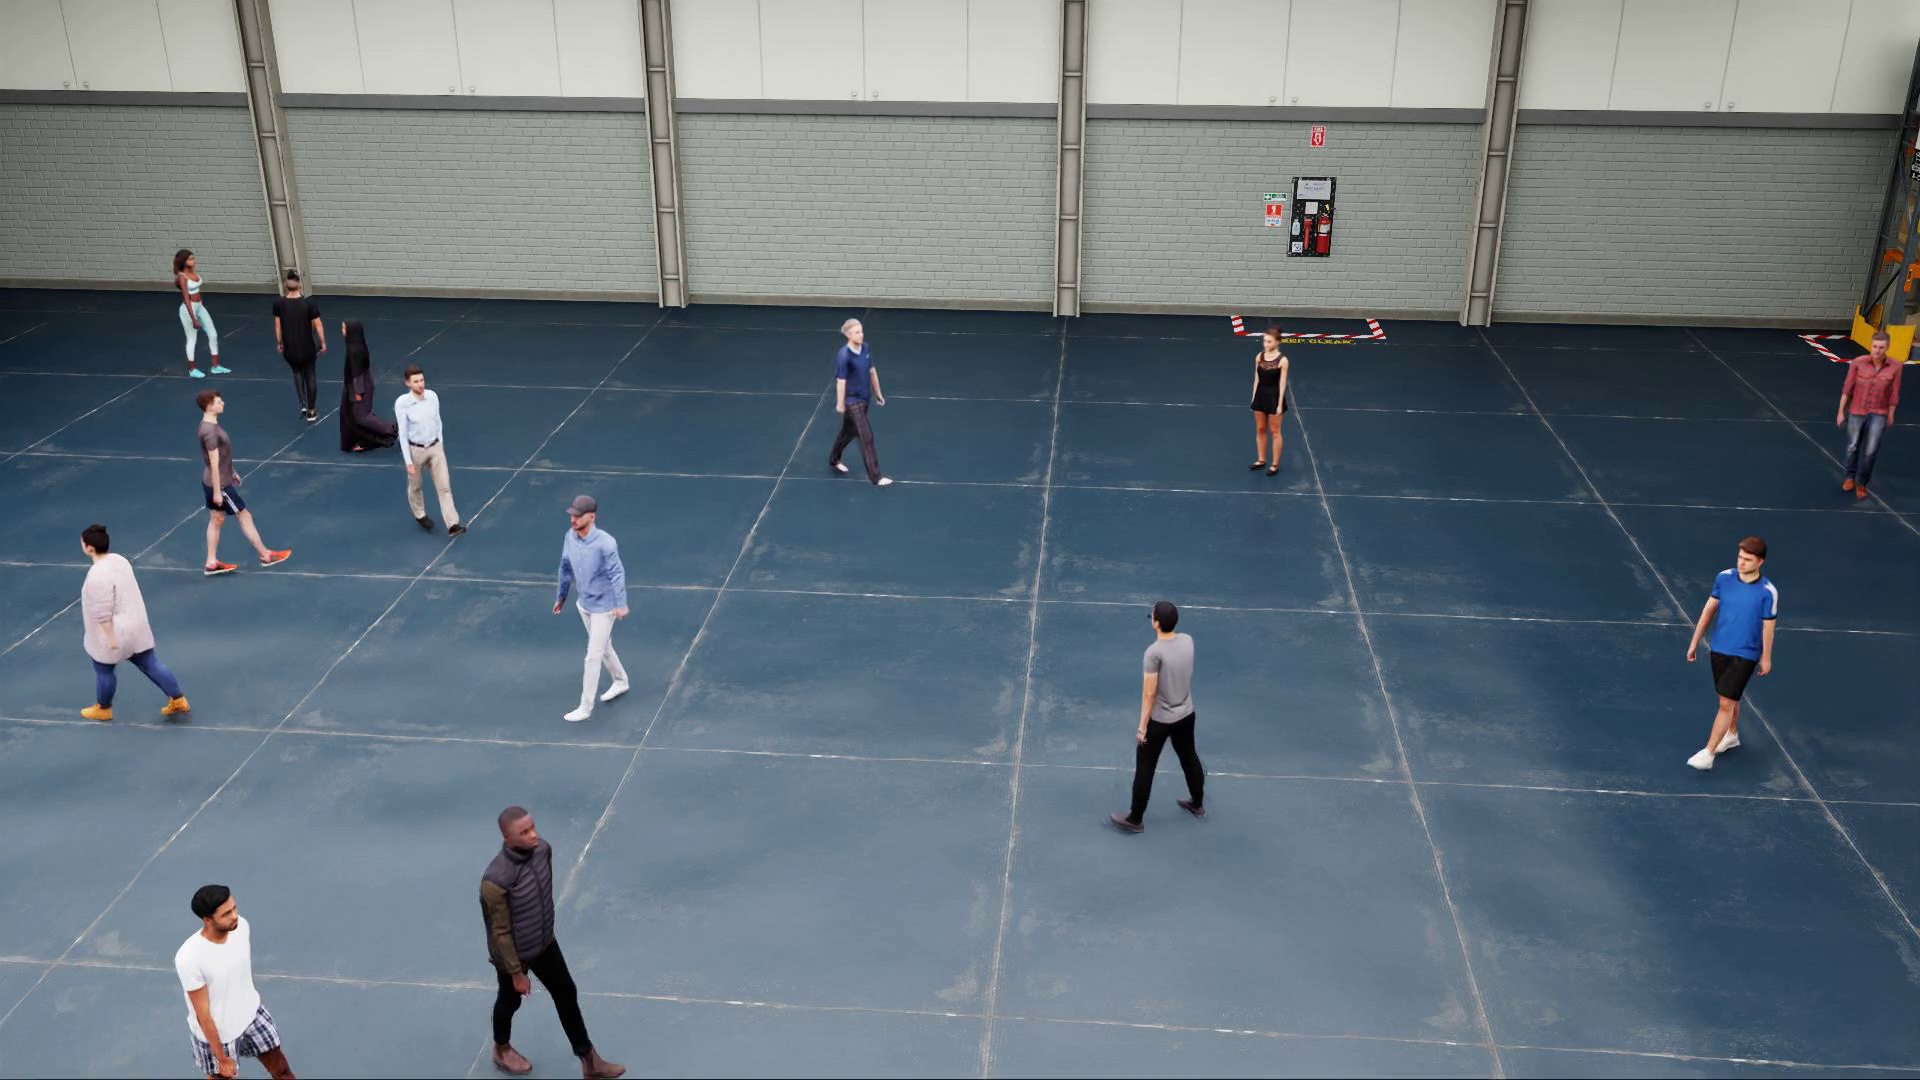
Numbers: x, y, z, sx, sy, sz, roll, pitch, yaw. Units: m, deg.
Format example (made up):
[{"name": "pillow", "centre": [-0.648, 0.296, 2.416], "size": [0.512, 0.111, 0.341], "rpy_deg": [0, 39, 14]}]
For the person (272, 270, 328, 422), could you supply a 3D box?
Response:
[{"name": "person", "centre": [-8.005, -2.339, 20.127], "size": [0.675, 1.852, 0.828], "rpy_deg": [-4, 23, -8]}]

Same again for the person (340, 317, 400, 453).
[{"name": "person", "centre": [-6.832, -1.767, 19.101], "size": [1.008, 1.601, 0.793], "rpy_deg": [-5, 24, -12]}]

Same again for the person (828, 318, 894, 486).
[{"name": "person", "centre": [-1.204, -1.519, 18.245], "size": [1.313, 1.814, 1.041], "rpy_deg": [14, 27, 29]}]

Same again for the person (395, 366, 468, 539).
[{"name": "person", "centre": [-5.461, -0.899, 16.818], "size": [1.182, 1.791, 1.249], "rpy_deg": [-19, 30, -38]}]

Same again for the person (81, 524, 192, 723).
[{"name": "person", "centre": [-6.576, 0.697, 13.181], "size": [1.098, 1.700, 0.686], "rpy_deg": [3, 23, 6]}]

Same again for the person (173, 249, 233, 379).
[{"name": "person", "centre": [-10.094, -2.951, 21.750], "size": [0.784, 1.708, 0.615], "rpy_deg": [4, 23, 9]}]

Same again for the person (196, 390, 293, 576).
[{"name": "person", "centre": [-7.152, -0.510, 15.864], "size": [1.167, 1.821, 1.029], "rpy_deg": [-12, 26, -25]}]

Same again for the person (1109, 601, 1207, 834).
[{"name": "person", "centre": [1.455, 1.251, 11.825], "size": [0.905, 1.741, 0.972], "rpy_deg": [-17, 28, -34]}]

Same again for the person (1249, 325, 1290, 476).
[{"name": "person", "centre": [3.460, -1.572, 18.541], "size": [0.681, 1.681, 0.752], "rpy_deg": [21, 31, 41]}]

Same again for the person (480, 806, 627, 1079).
[{"name": "person", "centre": [-2.515, 2.278, 9.345], "size": [1.203, 1.793, 0.968], "rpy_deg": [11, 25, 24]}]

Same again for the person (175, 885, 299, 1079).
[{"name": "person", "centre": [-3.945, 2.558, 8.814], "size": [1.142, 1.693, 0.854], "rpy_deg": [10, 25, 21]}]

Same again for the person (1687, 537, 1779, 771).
[{"name": "person", "centre": [5.983, 0.825, 12.703], "size": [1.184, 1.838, 1.081], "rpy_deg": [-15, 27, -31]}]

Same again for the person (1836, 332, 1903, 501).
[{"name": "person", "centre": [9.803, -1.391, 17.951], "size": [0.908, 1.810, 0.959], "rpy_deg": [14, 27, 29]}]

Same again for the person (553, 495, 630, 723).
[{"name": "person", "centre": [-2.882, 0.487, 13.478], "size": [1.089, 1.854, 1.058], "rpy_deg": [17, 29, 35]}]
